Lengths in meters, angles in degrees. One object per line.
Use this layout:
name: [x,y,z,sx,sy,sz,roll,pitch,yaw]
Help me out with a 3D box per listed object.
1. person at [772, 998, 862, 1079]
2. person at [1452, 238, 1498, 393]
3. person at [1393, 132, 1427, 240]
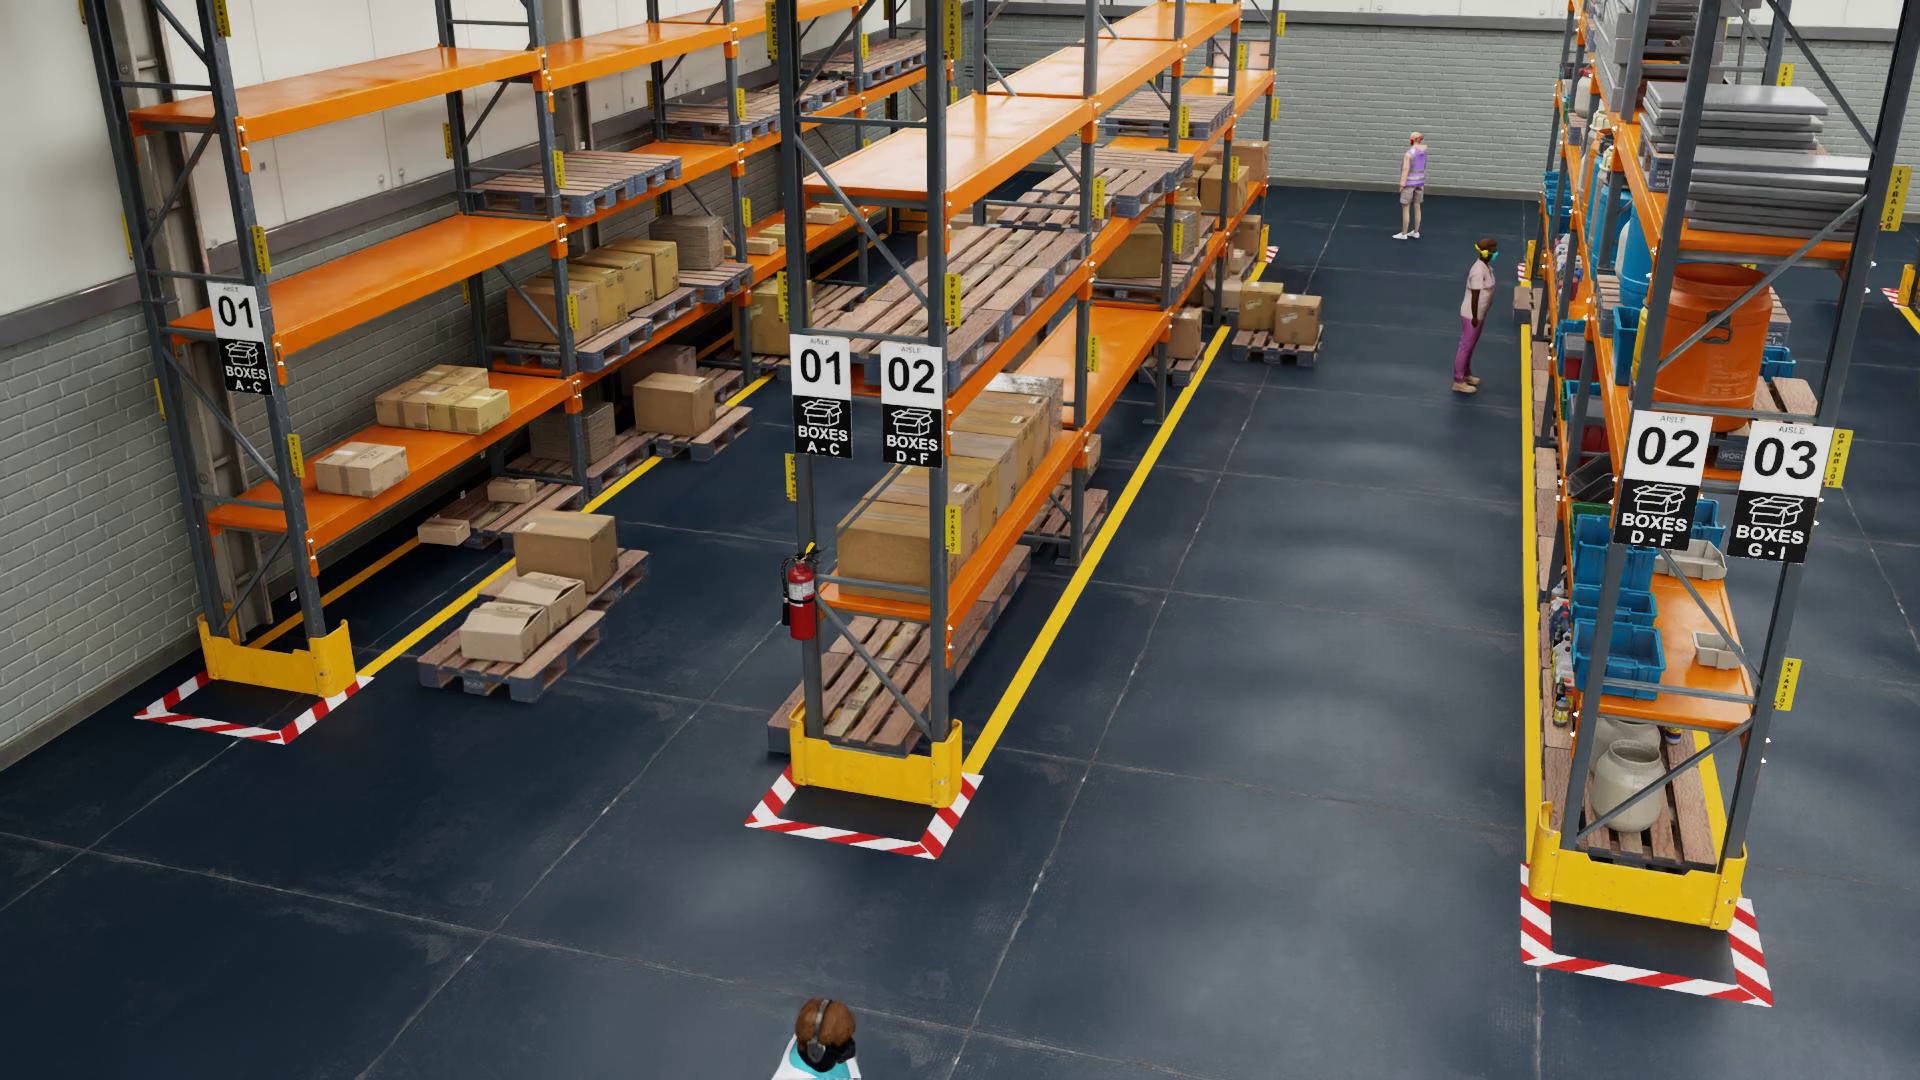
person: [-0.551,2.680,6.994,0.493,1.823,0.663,6,24,14]
person: [6.000,-2.623,19.336,0.336,1.795,0.512,11,25,23]
person: [7.182,-5.620,26.416,0.489,1.688,0.350,-14,27,-29]
